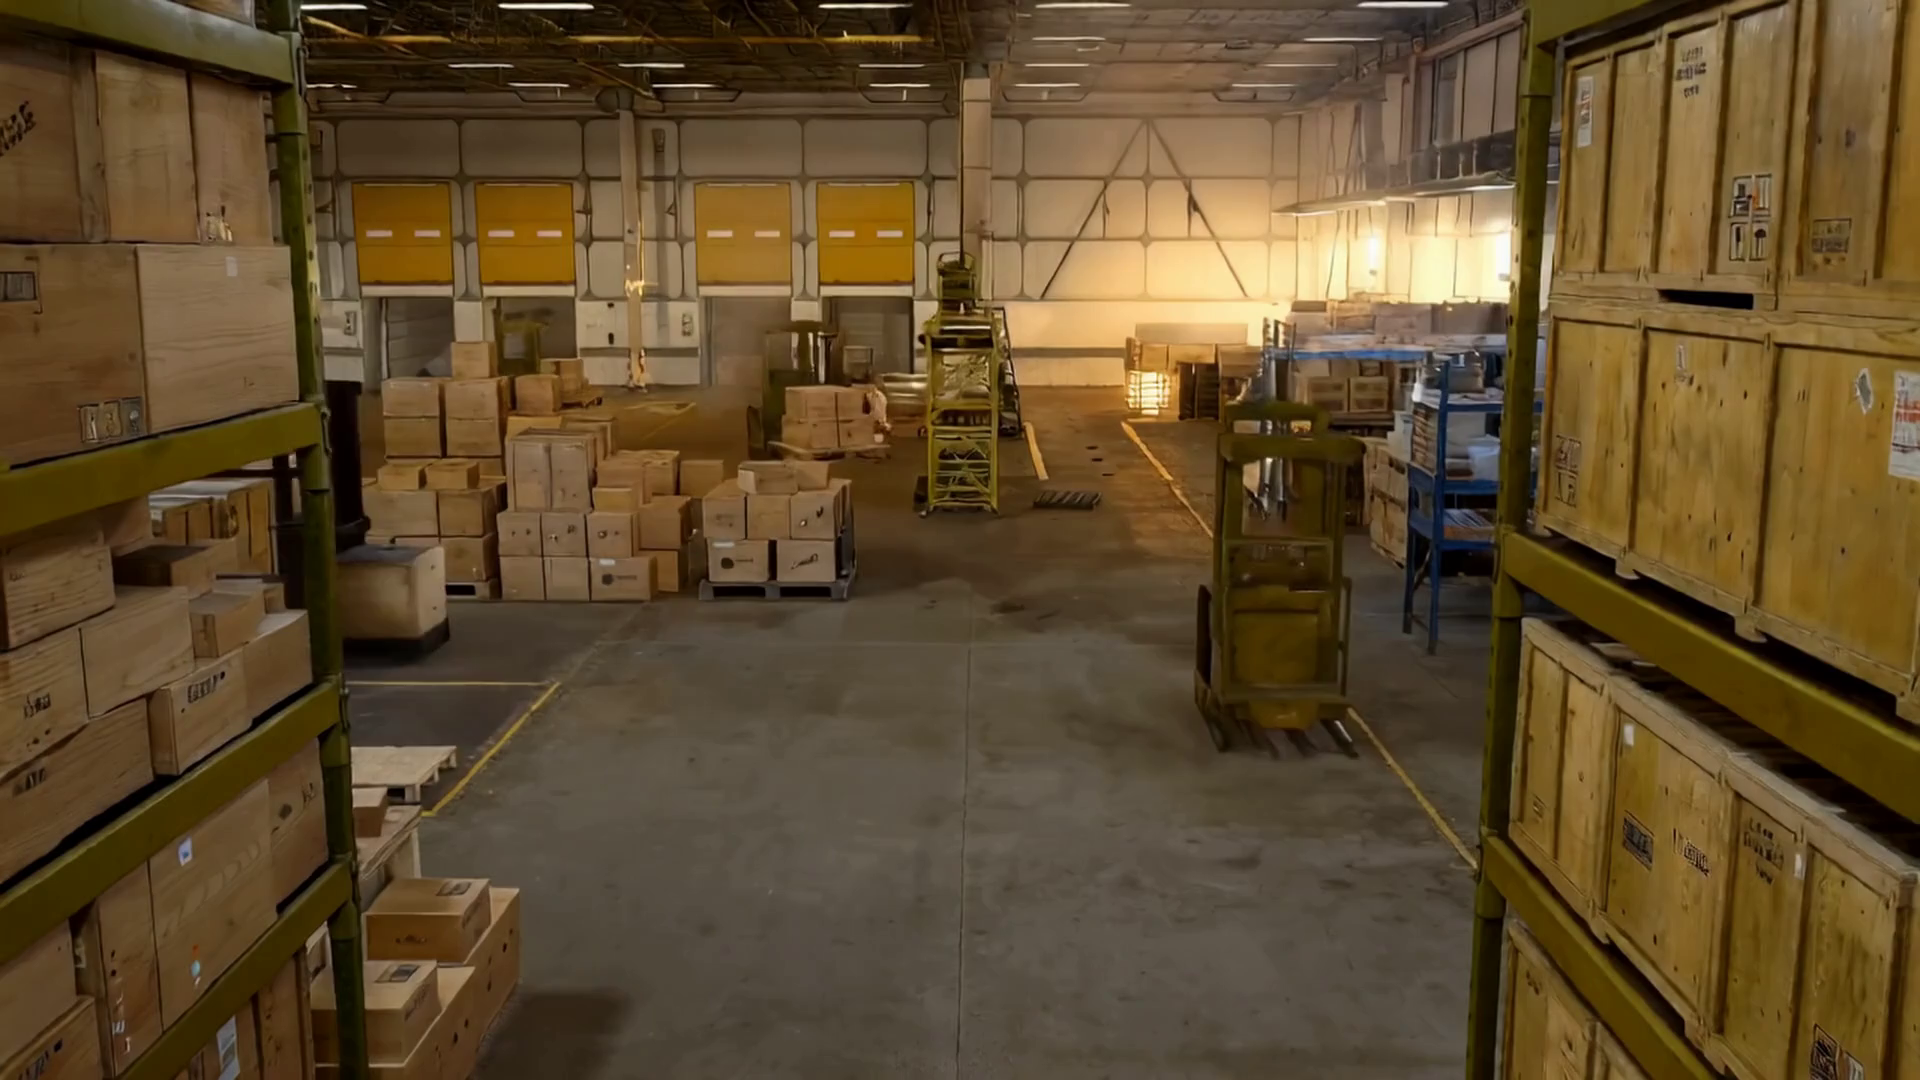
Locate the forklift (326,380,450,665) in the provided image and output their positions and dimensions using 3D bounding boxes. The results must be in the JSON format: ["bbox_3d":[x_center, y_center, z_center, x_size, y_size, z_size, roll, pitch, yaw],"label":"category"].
[{"bbox_3d":[-6.312,-0.202,16.865,1.873,2.768,1.129,0,10,0],"label":"forklift"}]

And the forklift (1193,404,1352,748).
[{"bbox_3d":[2.696,0.214,14.468,1.129,2.768,1.873,0,10,1],"label":"forklift"}]

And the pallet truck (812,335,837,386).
[{"bbox_3d":[-3.021,-4.312,43.126,1.885,1.965,0.823,3,10,17],"label":"pallet truck"}]

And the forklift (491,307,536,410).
[{"bbox_3d":[-10.749,-4.230,40.109,1.129,2.768,1.873,0,10,1],"label":"forklift"}]

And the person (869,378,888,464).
[{"bbox_3d":[-1.603,-2.341,32.650,0.321,1.689,0.530,-6,11,-29],"label":"person"}]

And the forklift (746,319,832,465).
[{"bbox_3d":[-3.403,-2.904,32.456,1.129,2.768,1.873,-5,11,-27],"label":"forklift"}]
